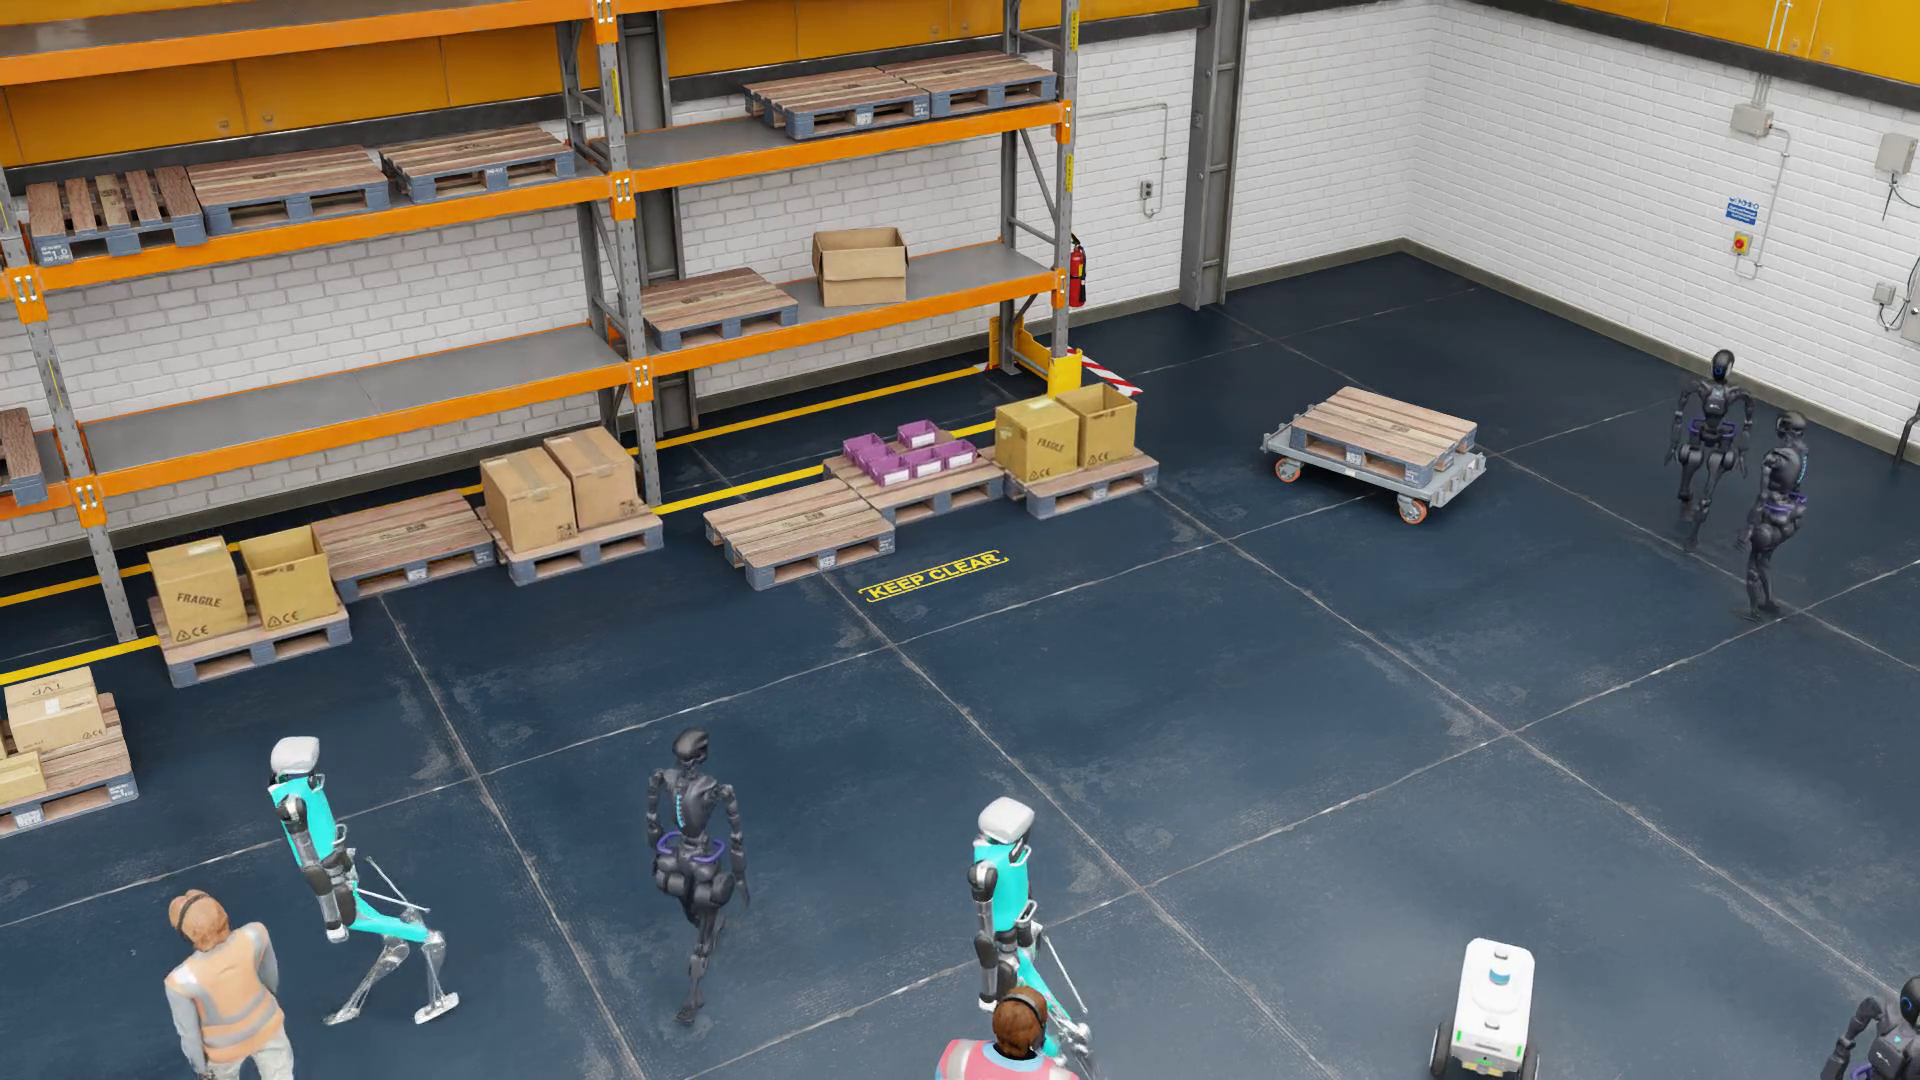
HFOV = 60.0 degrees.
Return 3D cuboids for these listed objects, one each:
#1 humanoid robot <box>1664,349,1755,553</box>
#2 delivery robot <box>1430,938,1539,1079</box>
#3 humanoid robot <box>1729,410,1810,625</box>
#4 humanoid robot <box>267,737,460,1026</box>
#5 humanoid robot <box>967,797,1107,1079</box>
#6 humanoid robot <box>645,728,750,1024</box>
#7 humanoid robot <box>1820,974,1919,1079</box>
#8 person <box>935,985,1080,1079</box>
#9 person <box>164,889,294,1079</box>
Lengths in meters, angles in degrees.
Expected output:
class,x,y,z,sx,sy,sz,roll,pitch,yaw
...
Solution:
class,x,y,z,sx,sy,sz,roll,pitch,yaw
humanoid robot,5.824,-0.744,12.885,0.608,1.634,0.627,15,33,24
delivery robot,2.693,2.410,8.430,0.499,0.606,0.796,10,31,18
humanoid robot,5.781,-0.154,11.831,0.598,1.648,0.312,-19,35,-30
humanoid robot,-2.895,1.761,8.403,0.927,1.778,0.578,-2,30,-4
humanoid robot,0.470,2.084,7.848,0.871,1.831,0.554,12,32,20
humanoid robot,-1.355,1.665,8.625,0.584,1.627,0.752,10,31,16
humanoid robot,3.911,2.508,7.104,0.362,1.657,0.586,-12,32,-20
person,0.214,2.565,6.852,0.629,1.836,0.431,10,31,17
person,-3.328,2.246,7.644,0.759,1.609,0.532,24,37,35
